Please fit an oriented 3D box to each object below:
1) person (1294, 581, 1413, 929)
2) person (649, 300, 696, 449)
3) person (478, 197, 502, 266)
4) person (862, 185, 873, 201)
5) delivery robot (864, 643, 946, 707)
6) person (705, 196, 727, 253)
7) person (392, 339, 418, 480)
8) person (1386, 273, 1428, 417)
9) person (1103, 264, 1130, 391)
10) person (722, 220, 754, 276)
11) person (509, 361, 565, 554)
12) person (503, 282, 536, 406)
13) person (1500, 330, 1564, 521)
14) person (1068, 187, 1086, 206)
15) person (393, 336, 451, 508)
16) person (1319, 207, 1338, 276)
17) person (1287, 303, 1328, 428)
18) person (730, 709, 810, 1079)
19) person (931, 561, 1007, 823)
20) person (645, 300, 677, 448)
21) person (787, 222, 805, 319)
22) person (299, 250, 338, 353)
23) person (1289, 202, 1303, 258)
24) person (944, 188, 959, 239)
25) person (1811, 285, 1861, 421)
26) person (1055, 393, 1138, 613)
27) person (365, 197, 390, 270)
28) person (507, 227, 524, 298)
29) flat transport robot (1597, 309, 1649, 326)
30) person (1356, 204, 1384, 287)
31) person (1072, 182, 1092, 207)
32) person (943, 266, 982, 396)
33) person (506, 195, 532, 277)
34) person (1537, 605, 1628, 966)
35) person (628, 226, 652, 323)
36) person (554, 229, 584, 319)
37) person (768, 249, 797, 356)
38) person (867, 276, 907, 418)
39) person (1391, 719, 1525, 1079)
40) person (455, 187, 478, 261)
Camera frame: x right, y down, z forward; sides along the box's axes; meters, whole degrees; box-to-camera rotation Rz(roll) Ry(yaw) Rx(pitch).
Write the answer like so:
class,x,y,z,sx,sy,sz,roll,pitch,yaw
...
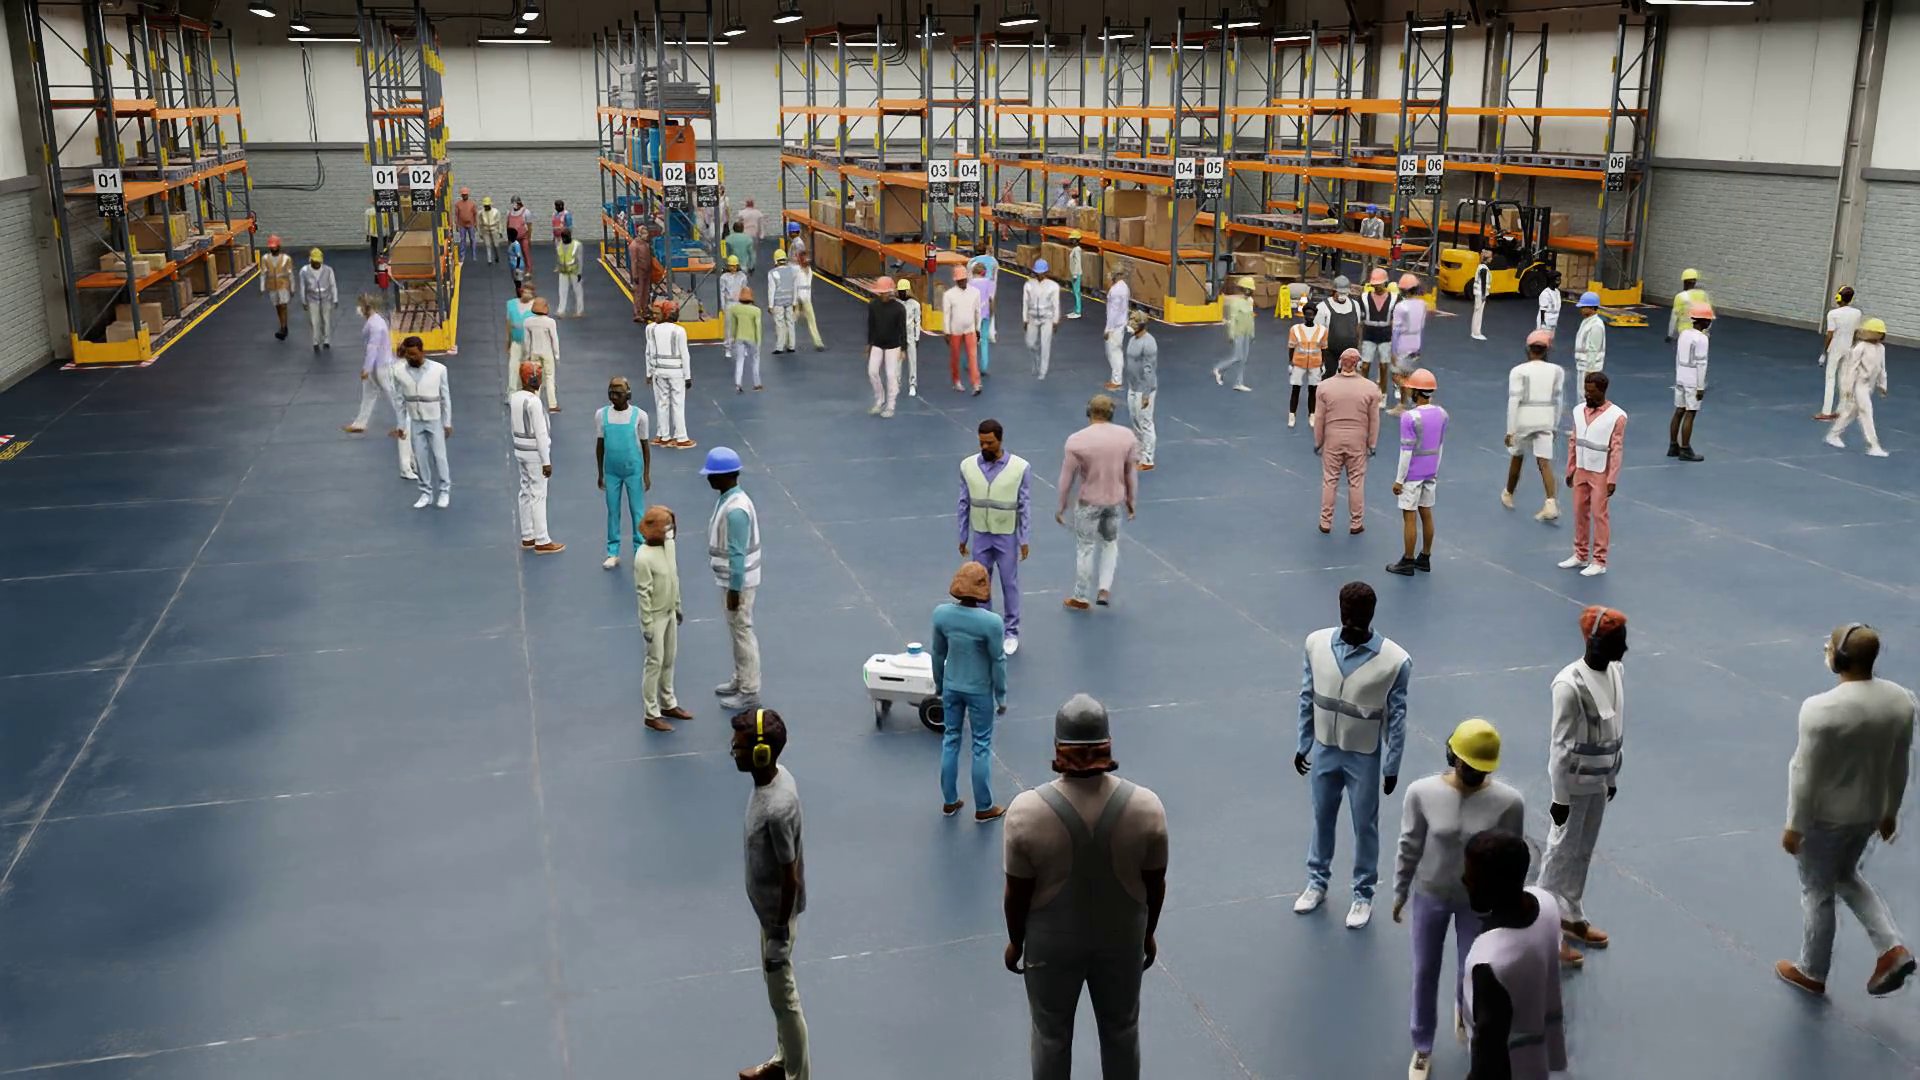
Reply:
class,x,y,z,sx,sy,sz,roll,pitch,yaw
person,2.101,1.130,8.948,0.593,1.911,0.392,10,18,34
person,-3.657,-2.097,21.125,0.572,1.886,0.355,8,17,28
person,-12.513,-8.209,44.249,0.611,1.817,0.419,-2,15,-9
person,-2.723,-9.537,49.177,0.519,1.866,0.340,13,19,40
delivery robot,-0.322,0.980,11.918,0.707,0.478,0.477,4,15,15
person,-6.972,-9.107,47.629,0.625,1.829,0.433,-9,17,-31
person,-6.456,-1.539,19.502,0.309,1.636,0.522,2,15,7
person,6.224,-2.667,23.020,0.606,2.026,0.619,-10,18,-32
person,2.405,-3.237,25.404,0.439,1.919,0.708,5,16,20
person,-4.597,-5.710,34.700,0.639,1.912,0.920,-7,16,-25
person,-4.168,-0.807,16.270,0.355,1.887,0.574,-12,19,-39
person,-6.315,-2.807,23.962,0.608,1.801,0.790,2,15,8
person,6.083,-1.209,17.619,0.661,1.984,1.072,-1,15,-4
person,3.307,-9.039,47.177,0.557,1.925,0.631,-1,15,-2
person,-5.812,-1.283,18.041,0.610,1.897,0.447,2,15,6
person,9.311,-7.506,41.853,0.553,1.691,0.330,6,16,21
person,4.686,-2.356,22.460,0.535,1.697,0.321,2,15,7
person,-0.818,1.611,7.204,0.310,1.868,0.534,-3,15,-11
person,0.062,0.928,10.227,0.507,1.631,0.276,8,17,29
person,-3.769,-2.124,21.247,0.581,1.878,0.344,8,17,28
person,-3.303,-5.445,33.601,0.381,1.950,0.602,-3,15,-12
person,-11.236,-4.195,29.220,0.585,1.775,0.869,-7,17,-26
person,8.751,-7.859,43.060,0.349,1.760,0.526,-7,17,-25
person,-0.262,-10.339,52.642,0.507,1.627,0.280,5,16,17
person,12.105,-2.573,22.946,0.508,1.872,0.329,-3,15,-12
person,1.176,-0.306,14.308,0.710,1.920,0.396,-4,15,-15
person,-14.824,-7.817,42.459,0.650,1.982,0.459,-5,16,-17
person,-9.458,-5.795,35.398,0.318,1.698,0.539,-7,16,-25
flat transport robot,13.028,-4.407,32.912,0.652,0.197,1.431,0,15,-1
person,9.671,-6.931,39.197,0.601,1.948,0.387,14,20,42
person,3.796,-10.264,51.948,0.631,1.840,0.428,1,15,4
person,0.048,-3.150,25.004,0.627,1.929,1.046,-4,15,-15
person,-11.005,-7.573,41.433,0.683,2.000,0.535,3,15,12
person,3.211,1.243,8.557,0.587,1.883,0.342,-14,20,-42
person,-6.319,-5.292,33.139,0.401,1.895,0.655,5,16,18
person,-7.899,-5.359,33.556,0.644,1.793,0.935,4,15,13
person,-3.088,-4.111,28.805,0.592,1.832,0.404,-12,19,-38
person,-1.031,-2.706,23.260,0.675,1.974,0.550,8,17,26
person,2.230,1.595,7.499,0.554,1.745,0.458,5,16,18
person,-13.482,-8.618,45.451,0.612,1.997,0.375,-3,15,-11
